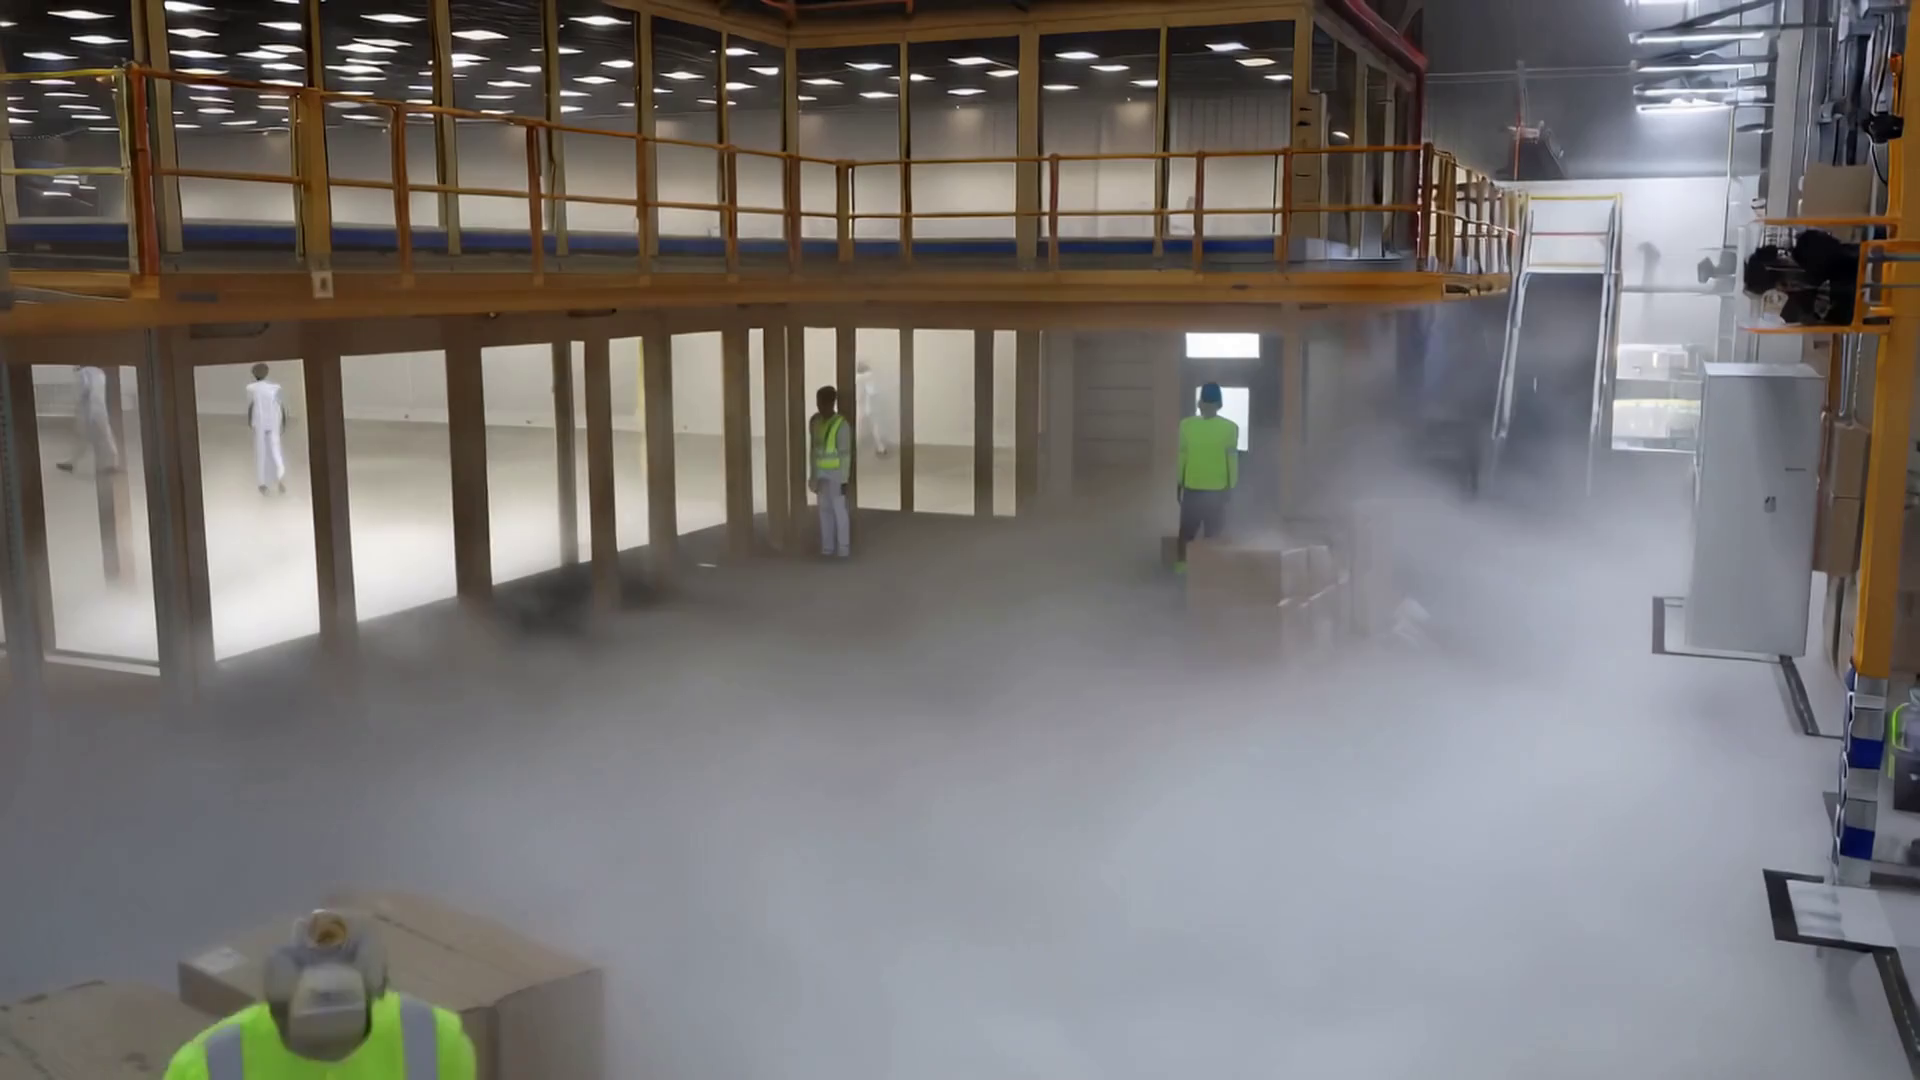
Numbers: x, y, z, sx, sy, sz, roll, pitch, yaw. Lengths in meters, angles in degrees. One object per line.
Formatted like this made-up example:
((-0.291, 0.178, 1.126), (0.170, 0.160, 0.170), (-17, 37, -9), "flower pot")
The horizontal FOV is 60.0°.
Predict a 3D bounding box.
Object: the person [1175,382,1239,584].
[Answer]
((2.410, -0.554, 16.246), (0.612, 1.986, 0.406), (1, 9, 6), "person")

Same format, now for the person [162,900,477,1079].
((-1.337, 1.590, 3.520), (0.658, 1.821, 0.557), (-5, 10, -26), "person")

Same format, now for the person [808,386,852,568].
((-1.350, -0.650, 17.181), (0.577, 1.877, 0.349), (8, 12, 42), "person")
